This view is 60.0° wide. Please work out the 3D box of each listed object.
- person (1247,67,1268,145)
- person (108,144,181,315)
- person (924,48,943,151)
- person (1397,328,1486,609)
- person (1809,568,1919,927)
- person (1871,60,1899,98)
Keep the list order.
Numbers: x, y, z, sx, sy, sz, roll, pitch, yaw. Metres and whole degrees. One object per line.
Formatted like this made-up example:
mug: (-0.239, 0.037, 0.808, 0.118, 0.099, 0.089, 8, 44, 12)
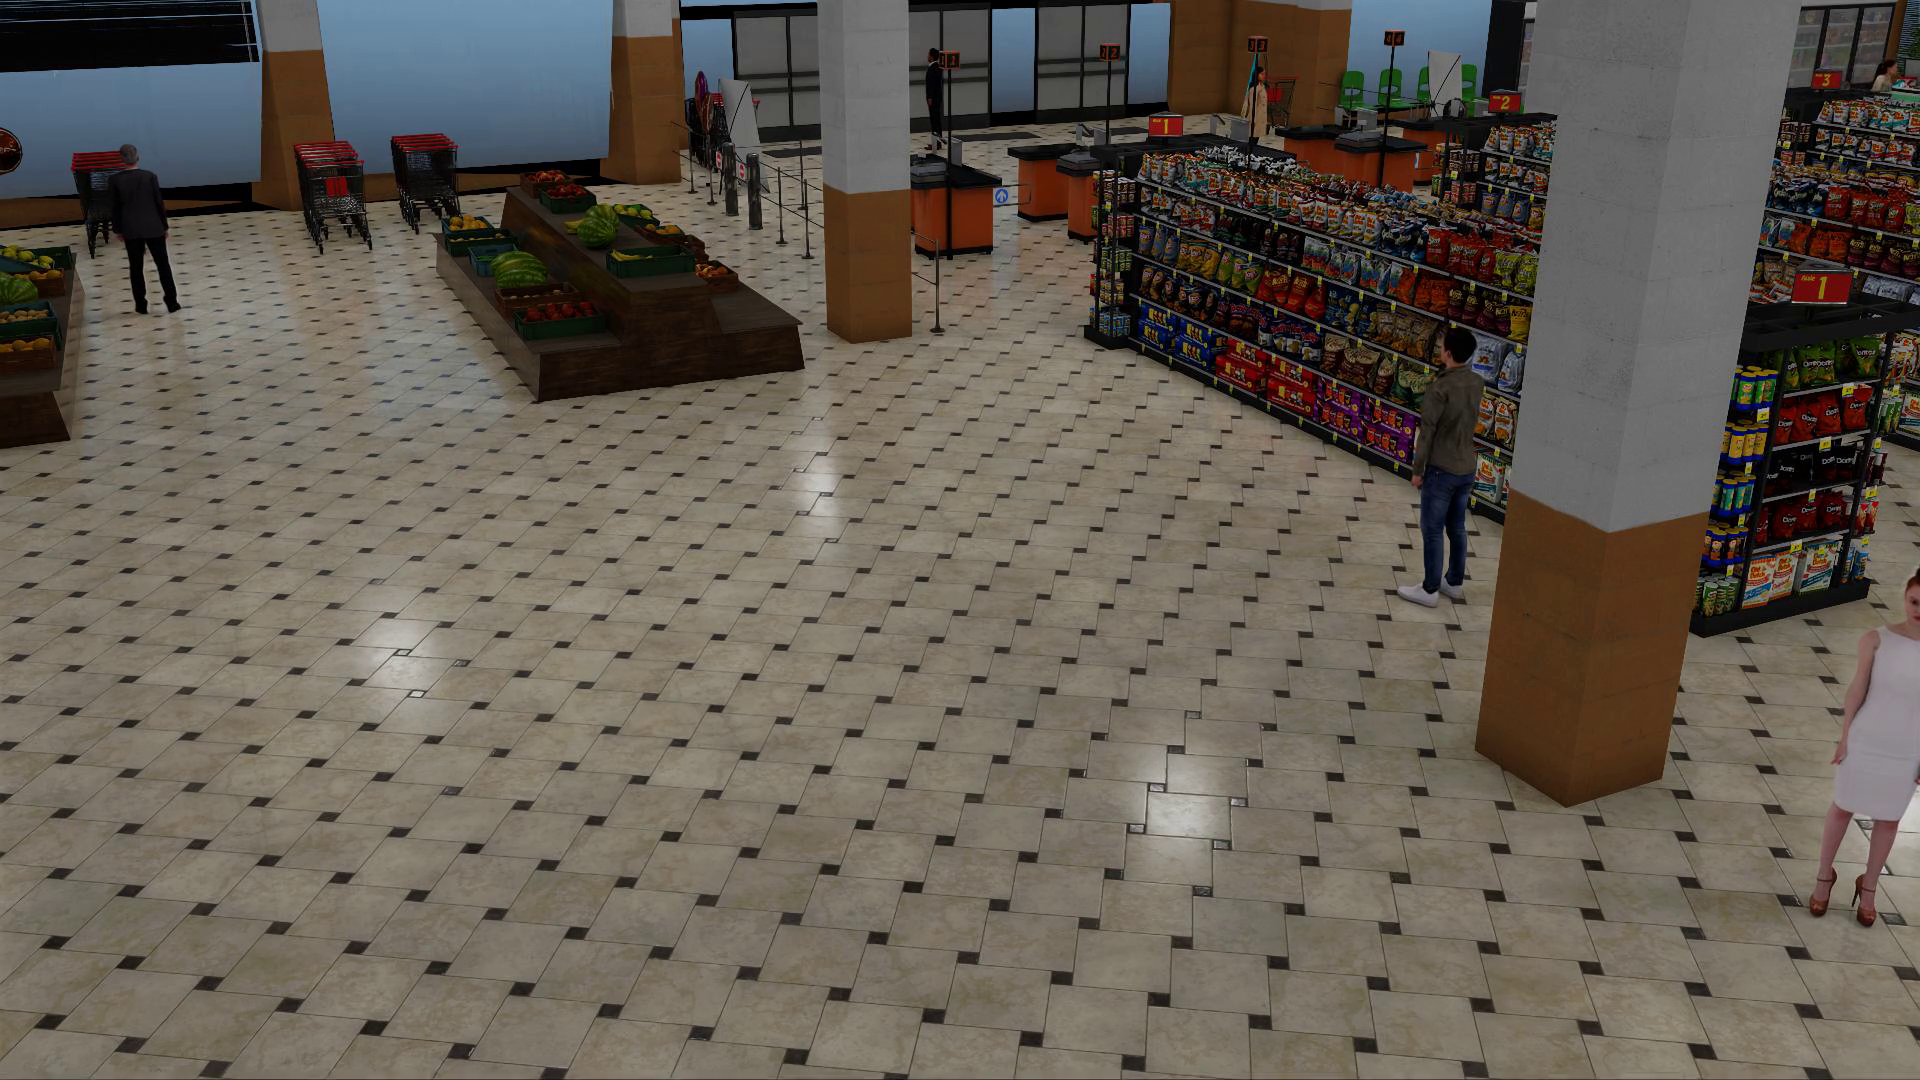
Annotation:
person: (4.759, -6.762, 26.811, 0.731, 1.682, 0.705, 11, 24, 26)
person: (-8.997, -3.422, 18.304, 0.736, 1.827, 0.585, -8, 23, -19)
person: (-0.448, -7.732, 29.166, 0.769, 1.726, 0.682, 5, 23, 13)
person: (3.211, -0.467, 10.902, 0.731, 1.862, 0.634, -15, 26, -33)
person: (4.178, 0.938, 7.501, 0.609, 1.791, 0.690, 10, 24, 24)
person: (15.565, -7.353, 28.422, 1.200, 1.577, 0.988, 17, 27, 36)
